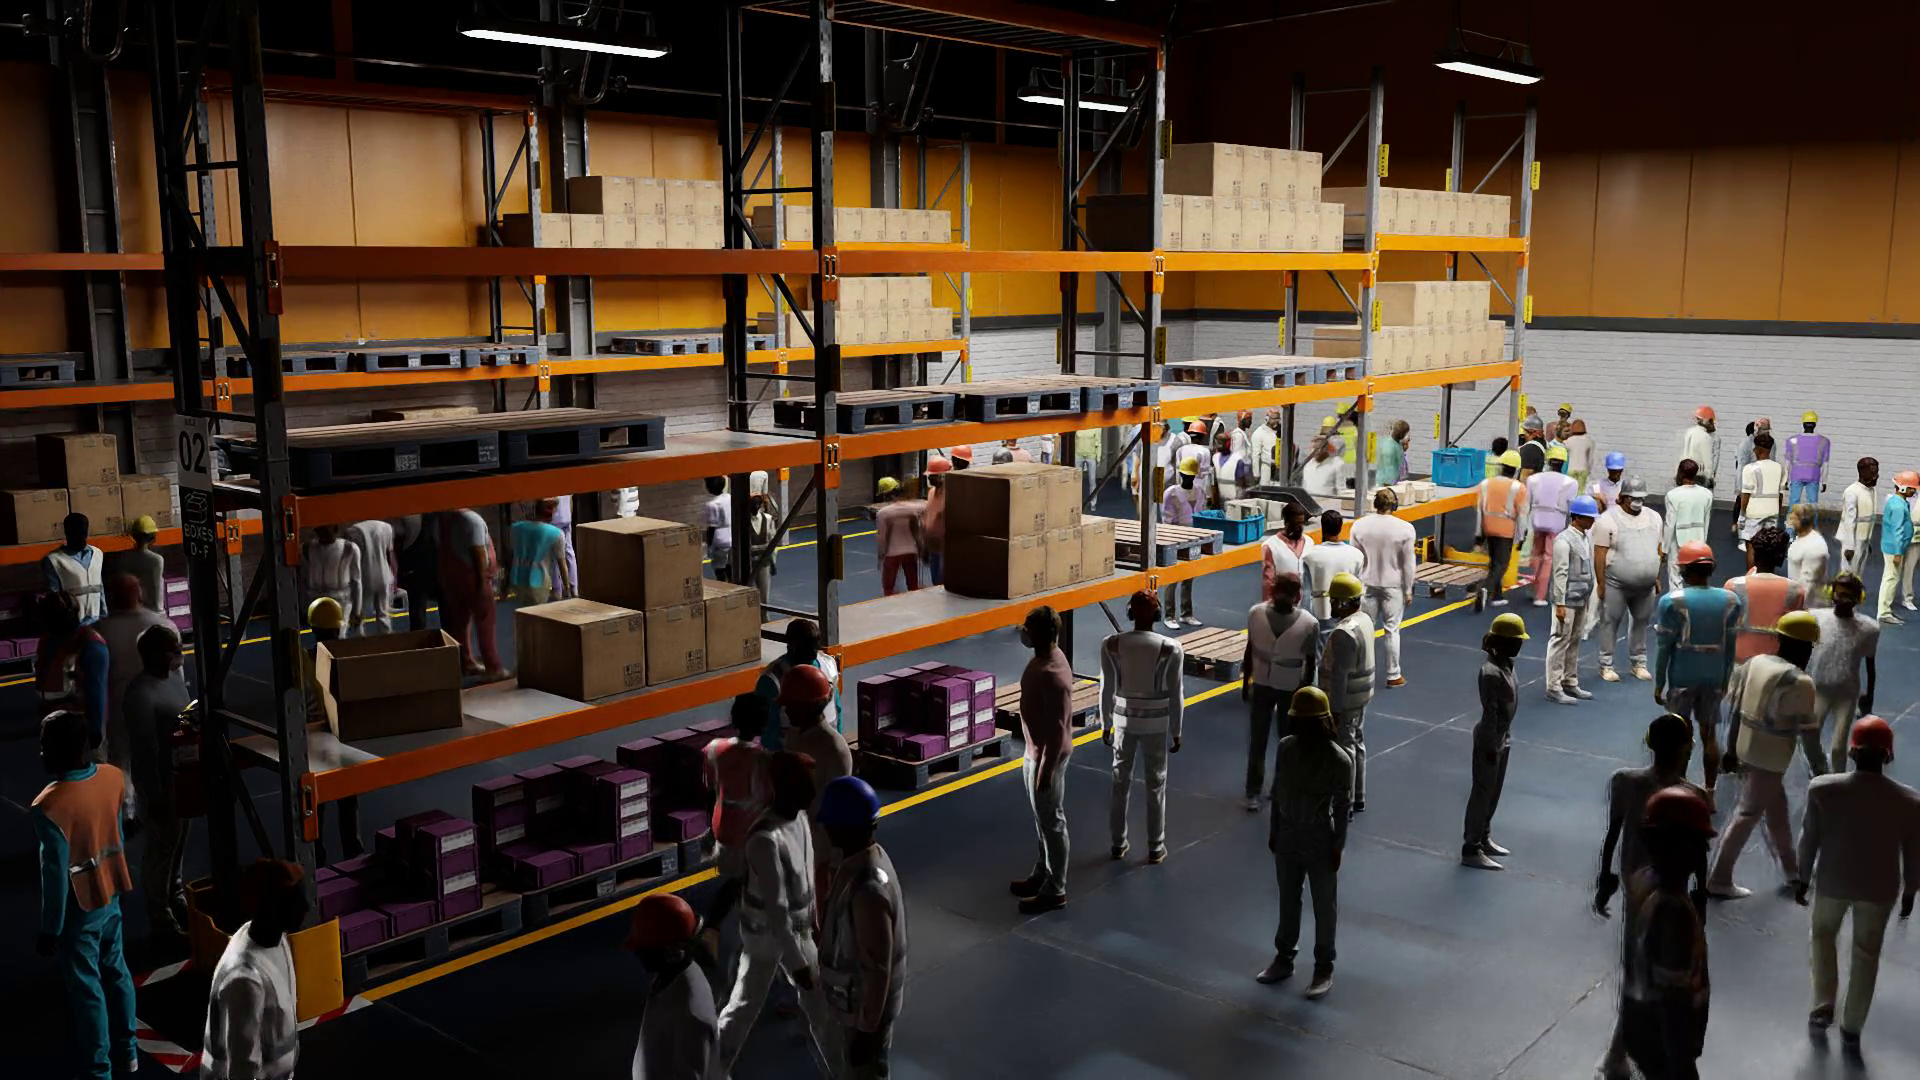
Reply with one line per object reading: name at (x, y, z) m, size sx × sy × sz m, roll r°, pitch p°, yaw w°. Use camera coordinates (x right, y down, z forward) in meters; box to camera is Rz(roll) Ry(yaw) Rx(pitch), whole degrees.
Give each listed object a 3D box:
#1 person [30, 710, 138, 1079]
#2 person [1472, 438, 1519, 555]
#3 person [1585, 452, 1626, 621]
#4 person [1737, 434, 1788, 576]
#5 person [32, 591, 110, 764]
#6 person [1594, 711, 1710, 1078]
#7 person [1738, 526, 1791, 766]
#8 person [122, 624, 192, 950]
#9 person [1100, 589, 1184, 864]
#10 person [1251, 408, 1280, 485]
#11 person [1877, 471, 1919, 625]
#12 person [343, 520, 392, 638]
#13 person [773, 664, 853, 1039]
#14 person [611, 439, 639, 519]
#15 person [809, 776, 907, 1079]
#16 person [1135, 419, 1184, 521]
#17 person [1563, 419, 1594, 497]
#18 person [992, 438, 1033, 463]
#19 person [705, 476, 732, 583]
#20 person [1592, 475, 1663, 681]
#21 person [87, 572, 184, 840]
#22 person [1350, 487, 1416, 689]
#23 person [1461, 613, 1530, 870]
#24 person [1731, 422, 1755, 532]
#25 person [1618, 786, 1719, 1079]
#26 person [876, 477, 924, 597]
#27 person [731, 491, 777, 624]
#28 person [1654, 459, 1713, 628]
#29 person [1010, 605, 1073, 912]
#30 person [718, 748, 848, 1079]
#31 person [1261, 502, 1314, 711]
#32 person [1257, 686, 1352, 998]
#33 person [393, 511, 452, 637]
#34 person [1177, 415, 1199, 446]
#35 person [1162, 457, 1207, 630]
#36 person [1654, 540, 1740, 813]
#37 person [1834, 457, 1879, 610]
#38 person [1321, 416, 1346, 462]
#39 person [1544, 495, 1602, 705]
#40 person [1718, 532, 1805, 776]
person at (-4.270, 1.764, 8.120) m, size 0.388 × 1.919 × 0.594 m, roll 1°, pitch 10°, yaw 4°
person at (7.498, -0.605, 23.078) m, size 0.926 × 1.629 × 0.536 m, roll -3°, pitch 10°, yaw -17°
person at (7.358, -0.032, 18.799) m, size 0.647 × 1.937 × 0.431 m, roll 2°, pitch 10°, yaw 10°
person at (9.894, -0.334, 20.554) m, size 0.599 × 1.957 × 0.377 m, roll -3°, pitch 10°, yaw -16°
person at (-6.099, 1.251, 11.451) m, size 0.620 × 1.835 × 0.431 m, roll 5°, pitch 11°, yaw 27°
person at (3.499, 1.767, 8.421) m, size 0.984 × 1.825 × 0.521 m, roll -9°, pitch 13°, yaw -42°
person at (6.461, 0.859, 13.425) m, size 0.365 × 1.956 × 0.641 m, roll 5°, pitch 11°, yaw 27°
person at (-4.722, 1.454, 9.911) m, size 0.372 × 1.940 × 0.631 m, roll -1°, pitch 10°, yaw -8°
person at (1.226, 1.259, 11.257) m, size 0.576 × 1.880 × 0.351 m, roll 3°, pitch 10°, yaw 18°
person at (4.662, -1.033, 24.904) m, size 0.653 × 1.894 × 0.401 m, roll -5°, pitch 11°, yaw -29°
person at (10.546, 0.084, 18.690) m, size 0.354 × 1.737 × 0.573 m, roll 5°, pitch 11°, yaw 25°
person at (-5.814, 0.439, 16.318) m, size 0.508 × 1.819 × 0.708 m, roll -8°, pitch 12°, yaw -38°
person at (-0.778, 1.620, 8.789) m, size 0.408 × 1.985 × 0.620 m, roll -6°, pitch 11°, yaw -31°
person at (-4.270, -0.404, 21.154) m, size 0.355 × 1.887 × 0.573 m, roll 0°, pitch 10°, yaw 0°
person at (-0.425, 1.934, 7.017) m, size 0.397 × 1.944 × 0.616 m, roll -1°, pitch 10°, yaw -7°
person at (2.752, -0.812, 23.135) m, size 0.686 × 2.000 × 0.538 m, roll 4°, pitch 10°, yaw 22°
person at (9.597, -1.073, 25.923) m, size 0.517 × 1.633 × 0.325 m, roll 1°, pitch 10°, yaw 6°
person at (0.642, -0.520, 21.777) m, size 0.642 × 1.912 × 0.407 m, roll -8°, pitch 12°, yaw -39°
person at (-2.758, 0.019, 19.278) m, size 0.425 × 1.672 × 0.649 m, roll 4°, pitch 10°, yaw 23°
person at (6.494, 0.363, 16.121) m, size 0.681 × 2.000 × 0.535 m, roll -1°, pitch 10°, yaw -5°
person at (-5.847, 1.169, 11.769) m, size 0.670 × 1.899 × 0.583 m, roll -5°, pitch 11°, yaw -27°
person at (4.022, 0.453, 15.882) m, size 0.629 × 1.940 × 0.376 m, roll 6°, pitch 11°, yaw 30°
person at (3.618, 1.340, 11.221) m, size 0.354 × 1.734 × 0.483 m, roll 6°, pitch 11°, yaw 32°
person at (11.783, -0.924, 24.826) m, size 0.317 × 1.696 × 0.540 m, roll -3°, pitch 10°, yaw -15°
person at (2.835, 1.988, 6.543) m, size 0.456 × 2.008 × 0.698 m, roll 3°, pitch 10°, yaw 18°
person at (-0.621, 0.168, 18.218) m, size 0.671 × 1.726 × 0.386 m, roll -5°, pitch 11°, yaw -29°
person at (-2.214, 0.279, 17.849) m, size 0.529 × 1.630 × 0.319 m, roll -6°, pitch 11°, yaw -33°
person at (7.953, 0.064, 18.261) m, size 0.591 × 1.922 × 0.391 m, roll -3°, pitch 10°, yaw -20°
person at (0.523, 1.360, 10.469) m, size 0.368 × 1.940 × 0.632 m, roll -1°, pitch 10°, yaw -5°
person at (-0.819, 1.862, 7.798) m, size 1.035 × 1.822 × 0.568 m, roll 3°, pitch 10°, yaw 18°
person at (2.970, 0.597, 15.128) m, size 0.597 × 1.909 × 0.405 m, roll -6°, pitch 11°, yaw -33°
person at (1.921, 1.663, 9.245) m, size 0.484 × 1.744 × 0.296 m, roll 9°, pitch 13°, yaw 43°
person at (-5.465, 0.201, 17.087) m, size 0.681 × 2.000 × 0.535 m, roll -5°, pitch 11°, yaw -26°
person at (3.305, -0.935, 24.238) m, size 0.396 × 1.918 × 0.586 m, roll 3°, pitch 10°, yaw 19°
person at (2.505, 0.025, 18.484) m, size 0.589 × 1.923 × 0.383 m, roll -6°, pitch 11°, yaw -31°
person at (5.419, 1.009, 12.335) m, size 0.610 × 2.026 × 0.443 m, roll 0°, pitch 10°, yaw -2°
person at (9.976, 0.022, 18.521) m, size 0.596 × 1.917 × 0.372 m, roll -9°, pitch 13°, yaw -42°
person at (5.579, -1.007, 25.206) m, size 0.485 × 1.737 × 0.321 m, roll -1°, pitch 10°, yaw -4°
person at (5.657, 0.546, 15.341) m, size 0.604 × 1.939 × 0.414 m, roll -9°, pitch 13°, yaw -43°
person at (6.305, 0.908, 13.129) m, size 0.602 × 1.957 × 0.385 m, roll 3°, pitch 10°, yaw 15°
